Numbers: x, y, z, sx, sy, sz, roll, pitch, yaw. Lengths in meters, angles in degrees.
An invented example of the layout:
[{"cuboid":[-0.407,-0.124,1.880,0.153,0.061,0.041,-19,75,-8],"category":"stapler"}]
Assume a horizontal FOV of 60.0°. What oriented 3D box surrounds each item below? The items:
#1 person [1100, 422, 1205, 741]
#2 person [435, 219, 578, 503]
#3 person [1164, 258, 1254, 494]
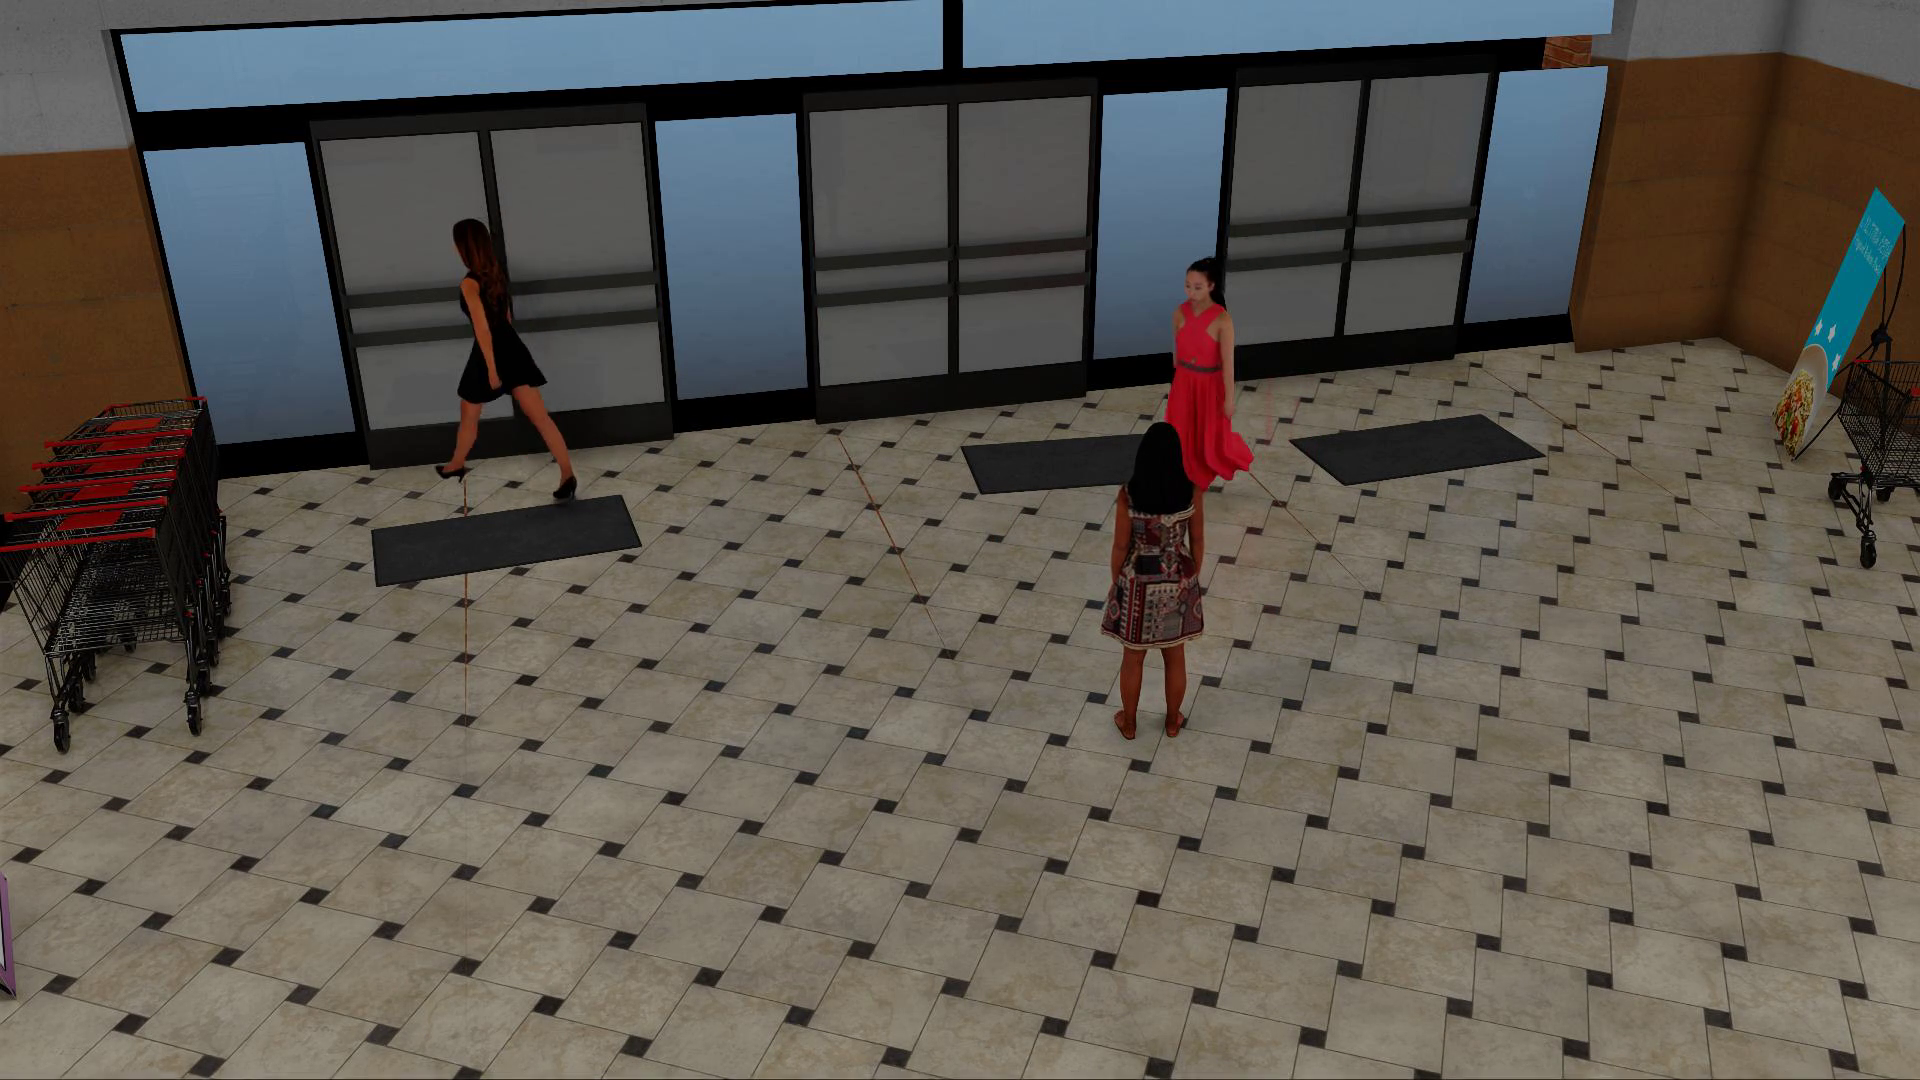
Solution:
[{"cuboid":[0.924,0.205,7.884,0.695,1.645,0.606,-1,27,-2],"category":"person"},{"cuboid":[-2.732,-1.012,10.158,1.112,1.758,1.205,9,28,17],"category":"person"},{"cuboid":[1.481,-0.888,9.986,0.984,1.693,0.984,20,33,34],"category":"person"}]
